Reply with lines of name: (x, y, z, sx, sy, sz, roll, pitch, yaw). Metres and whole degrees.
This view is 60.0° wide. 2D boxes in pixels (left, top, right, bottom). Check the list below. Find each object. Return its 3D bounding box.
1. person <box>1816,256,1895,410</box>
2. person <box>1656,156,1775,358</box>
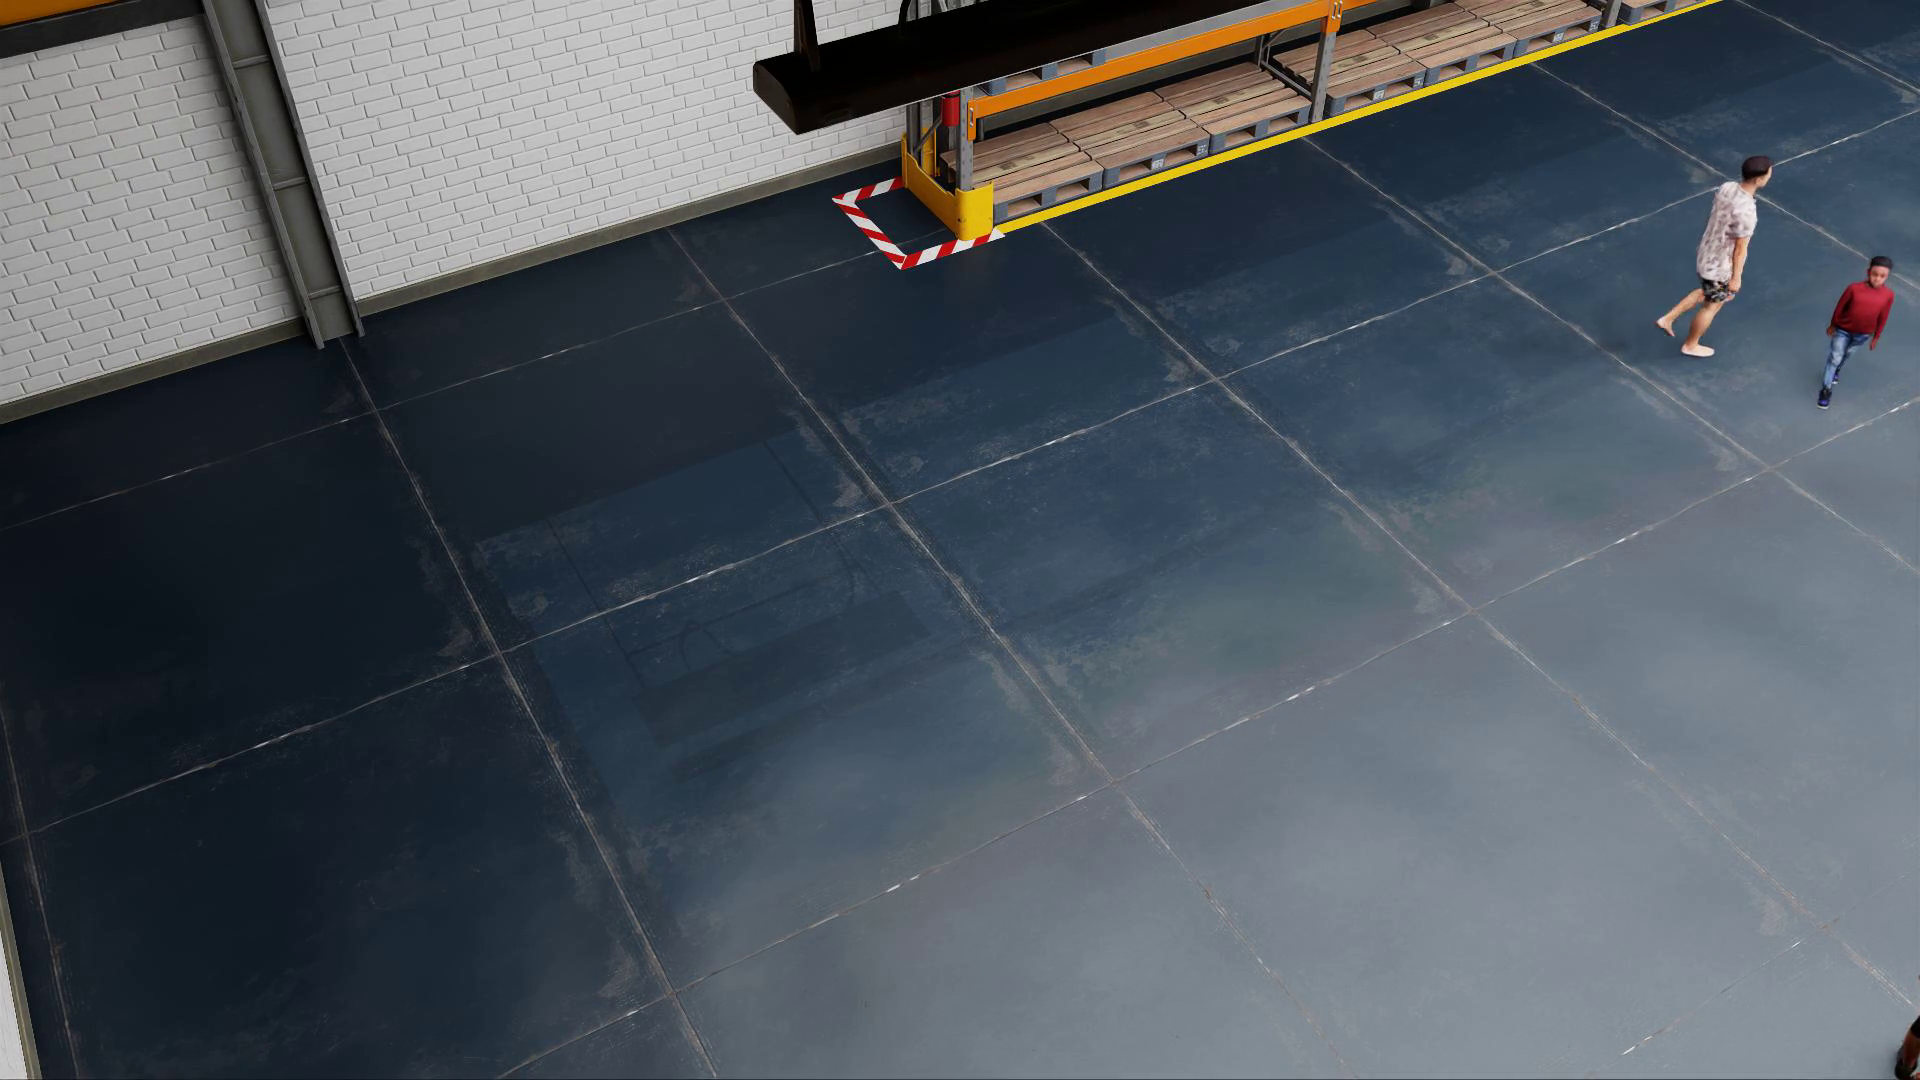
person: (6.972, -1.685, 12.957, 0.829, 1.222, 0.924, 14, 45, 14)
person: (5.909, -2.210, 13.088, 0.890, 1.802, 0.836, 0, 44, 0)
